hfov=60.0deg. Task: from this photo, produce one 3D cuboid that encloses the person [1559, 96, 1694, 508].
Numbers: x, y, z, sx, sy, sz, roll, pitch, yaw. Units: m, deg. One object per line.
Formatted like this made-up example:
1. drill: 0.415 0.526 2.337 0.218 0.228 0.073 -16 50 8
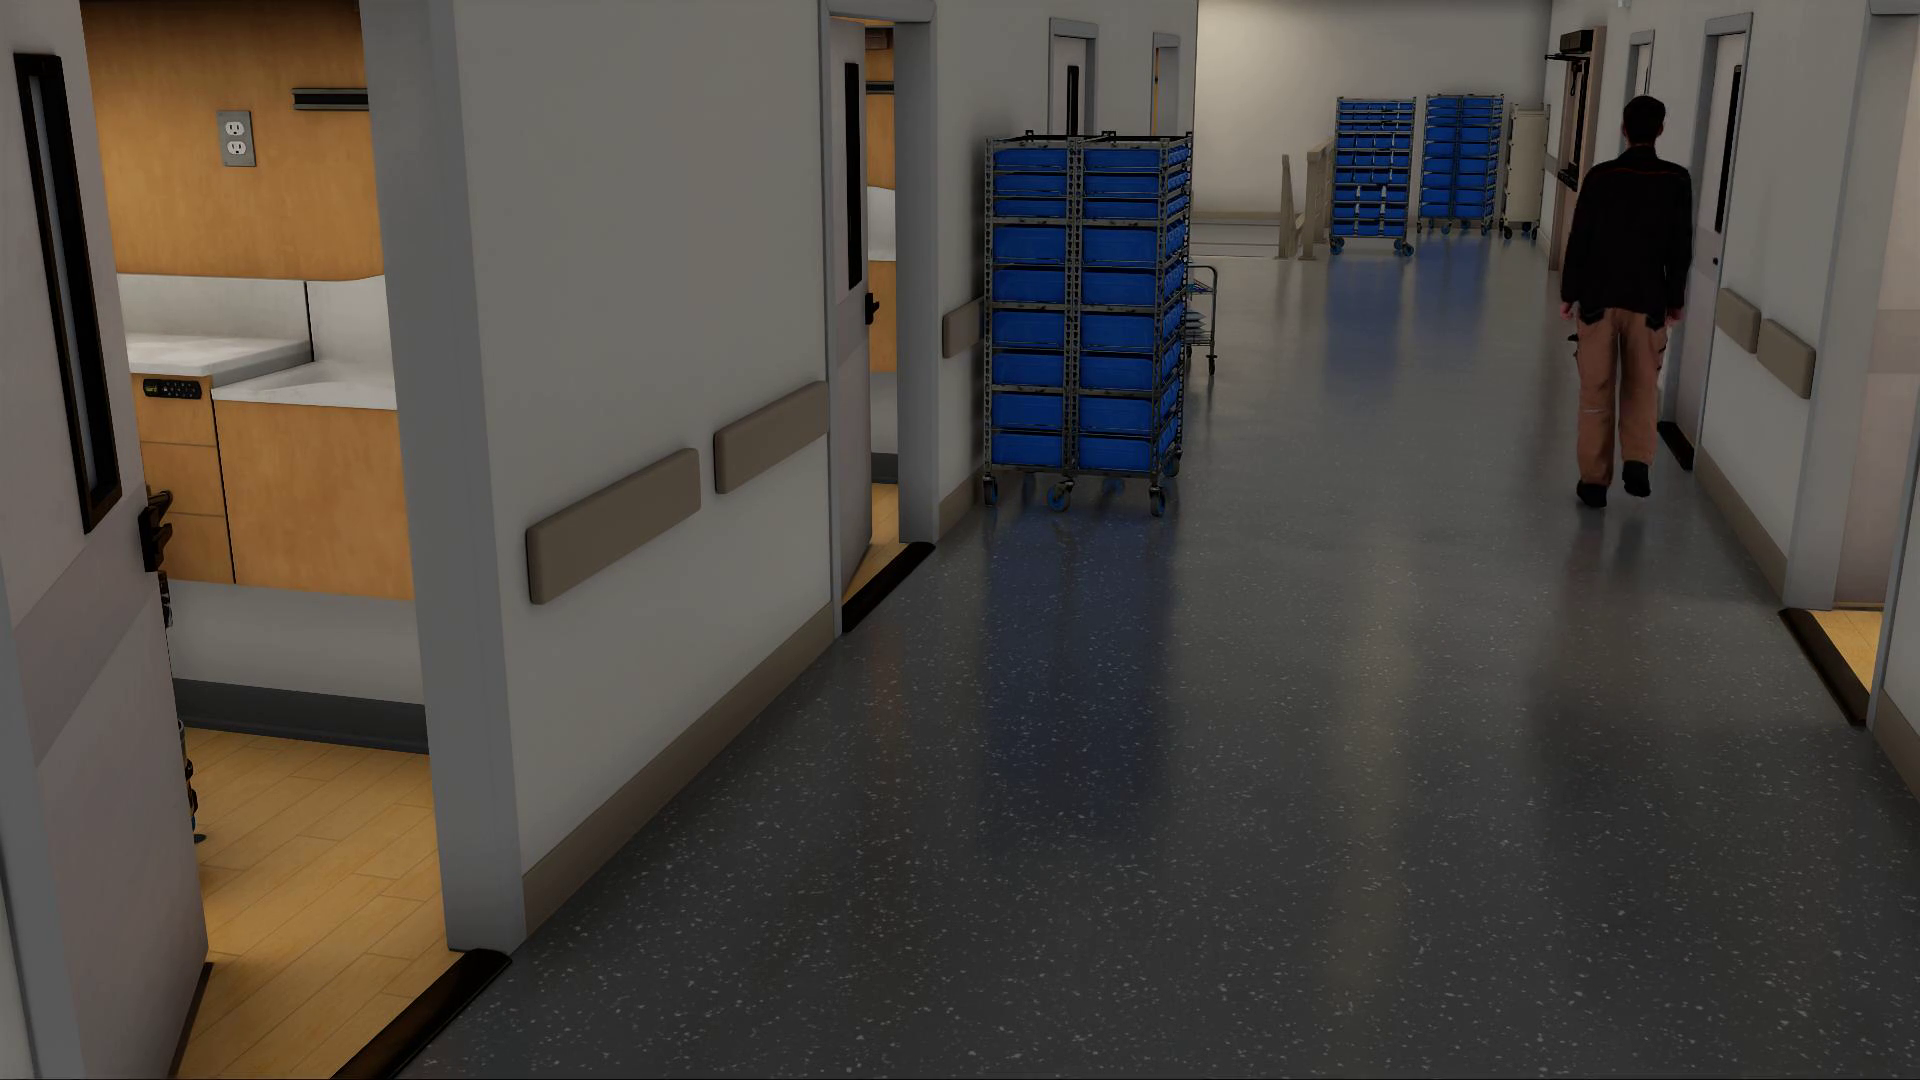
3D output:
1. person: 3.095 -1.077 7.758 0.737 1.914 0.759 2 16 9
